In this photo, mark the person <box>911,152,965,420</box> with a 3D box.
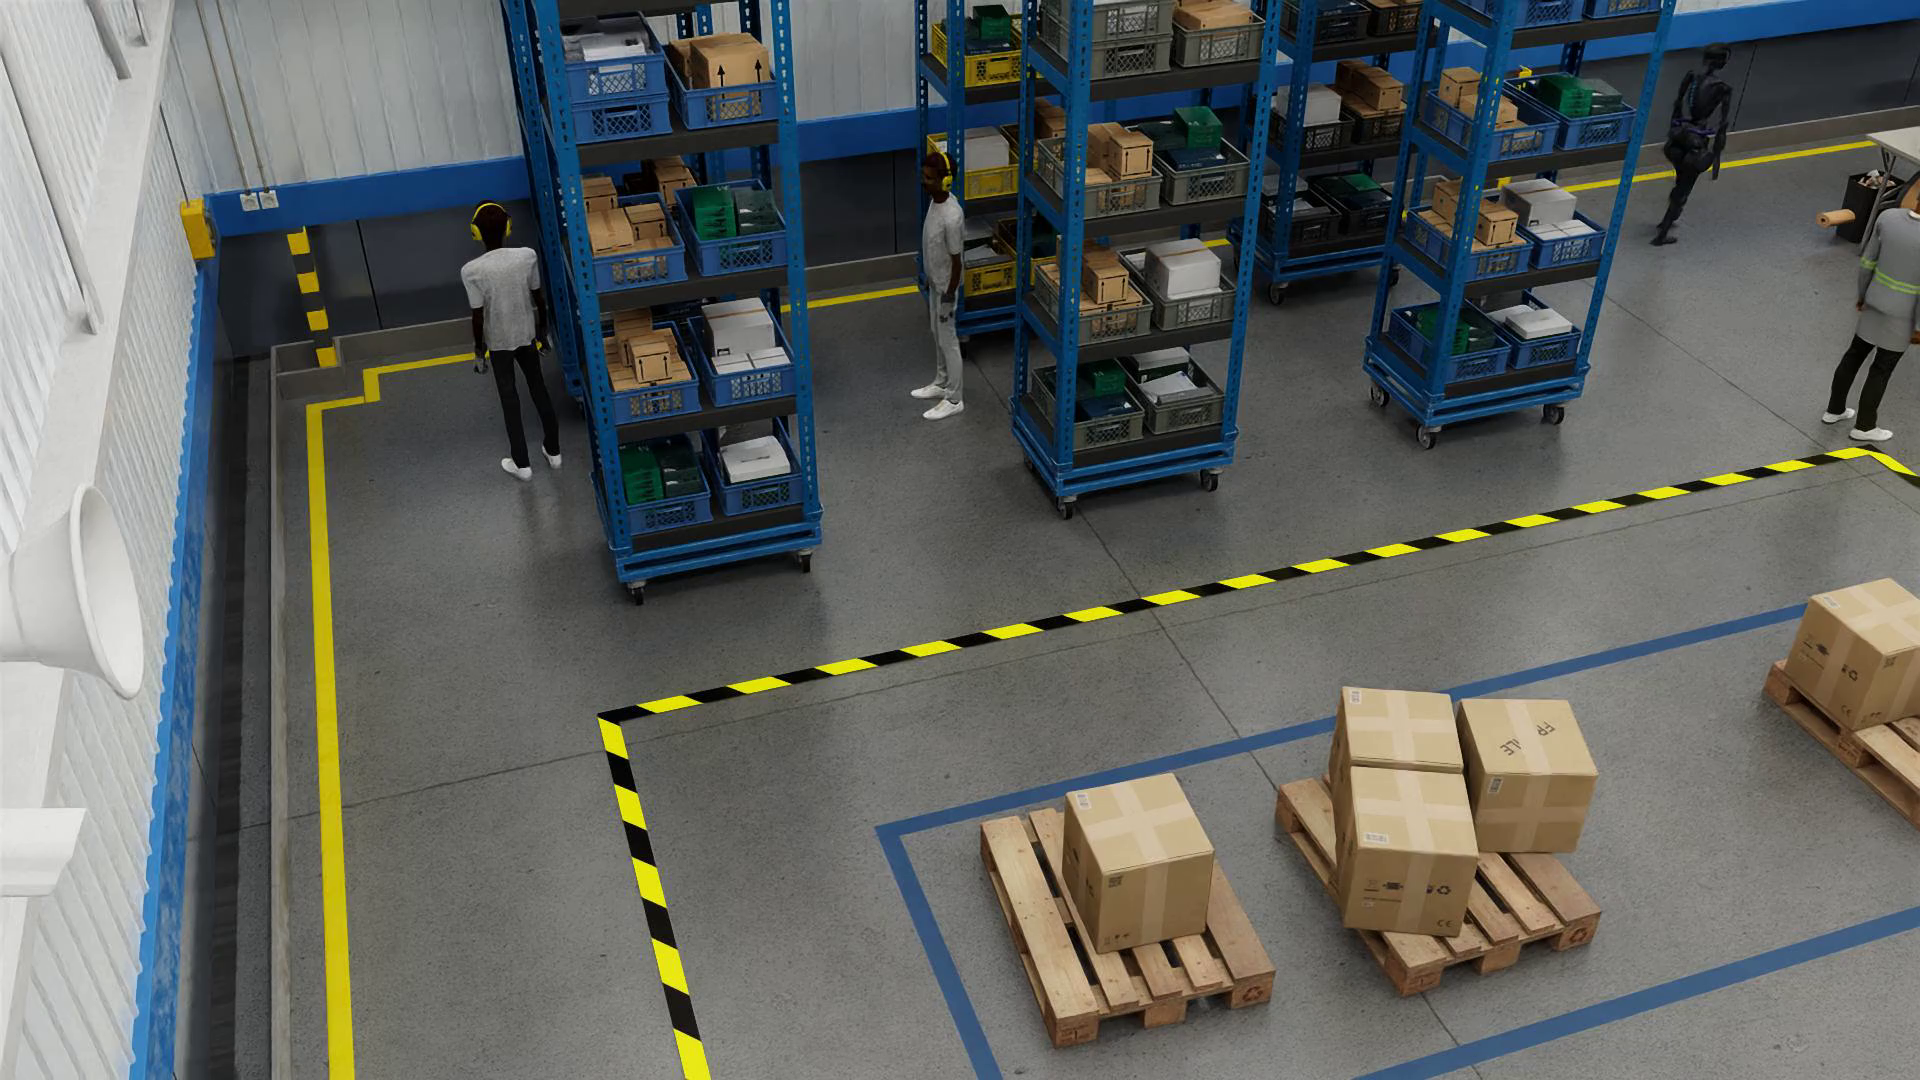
[{"bbox_3d":[-0.140,-1.691,11.060,0.324,1.876,0.523,-9,36,-12],"label":"person"}]

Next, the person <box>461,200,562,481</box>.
[{"bbox_3d":[-2.815,-1.242,10.427,0.531,1.869,0.313,-25,42,-31],"label":"person"}]

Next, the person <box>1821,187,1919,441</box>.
[{"bbox_3d":[6.098,-1.518,10.839,0.398,1.848,0.587,-12,37,-16],"label":"person"}]

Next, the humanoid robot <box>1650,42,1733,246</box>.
[{"bbox_3d":[5.891,-3.178,13.341,0.463,1.643,0.587,-15,38,-20],"label":"humanoid robot"}]
